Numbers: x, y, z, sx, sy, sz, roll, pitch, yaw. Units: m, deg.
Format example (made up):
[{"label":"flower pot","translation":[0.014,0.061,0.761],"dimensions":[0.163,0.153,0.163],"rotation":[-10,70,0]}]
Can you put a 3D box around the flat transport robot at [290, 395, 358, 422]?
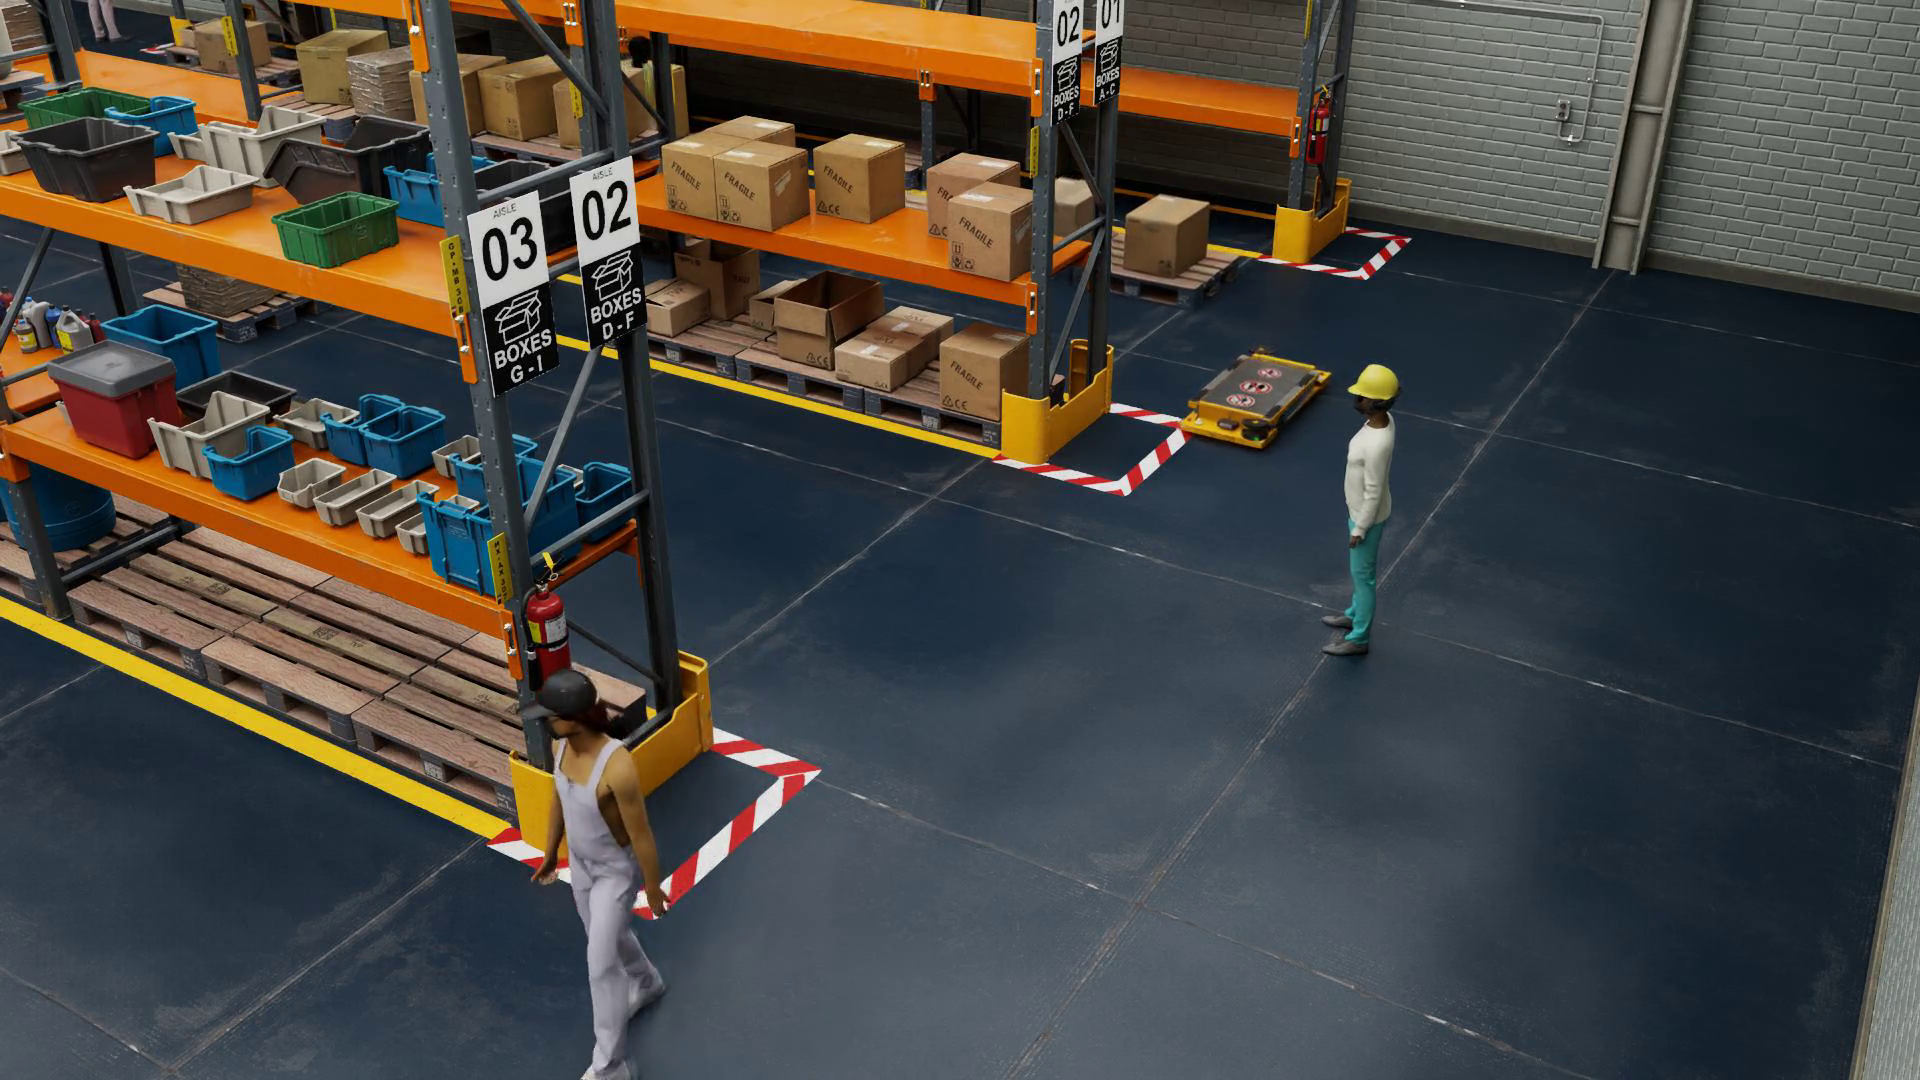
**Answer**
[{"label":"flat transport robot","translation":[-4.677,-0.696,11.882],"dimensions":[1.431,0.231,0.659],"rotation":[19,34,30]}]

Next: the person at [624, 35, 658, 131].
[{"label":"person","translation":[-3.245,-4.260,16.836],"dimensions":[0.382,1.676,0.540],"rotation":[15,32,25]}]

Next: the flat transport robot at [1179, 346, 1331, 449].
[{"label":"flat transport robot","translation":[2.254,-1.089,12.588],"dimensions":[0.659,0.231,1.431],"rotation":[16,33,27]}]

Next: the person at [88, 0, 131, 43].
[{"label":"person","translation":[-12.045,-7.859,23.115],"dimensions":[0.568,1.842,0.372],"rotation":[11,31,19]}]

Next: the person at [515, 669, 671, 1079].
[{"label":"person","translation":[-1.475,1.344,6.638],"dimensions":[0.568,1.813,0.715],"rotation":[25,37,37]}]

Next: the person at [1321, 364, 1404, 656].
[{"label":"person","translation":[2.269,-0.163,9.387],"dimensions":[0.312,1.769,0.523],"rotation":[7,30,12]}]
